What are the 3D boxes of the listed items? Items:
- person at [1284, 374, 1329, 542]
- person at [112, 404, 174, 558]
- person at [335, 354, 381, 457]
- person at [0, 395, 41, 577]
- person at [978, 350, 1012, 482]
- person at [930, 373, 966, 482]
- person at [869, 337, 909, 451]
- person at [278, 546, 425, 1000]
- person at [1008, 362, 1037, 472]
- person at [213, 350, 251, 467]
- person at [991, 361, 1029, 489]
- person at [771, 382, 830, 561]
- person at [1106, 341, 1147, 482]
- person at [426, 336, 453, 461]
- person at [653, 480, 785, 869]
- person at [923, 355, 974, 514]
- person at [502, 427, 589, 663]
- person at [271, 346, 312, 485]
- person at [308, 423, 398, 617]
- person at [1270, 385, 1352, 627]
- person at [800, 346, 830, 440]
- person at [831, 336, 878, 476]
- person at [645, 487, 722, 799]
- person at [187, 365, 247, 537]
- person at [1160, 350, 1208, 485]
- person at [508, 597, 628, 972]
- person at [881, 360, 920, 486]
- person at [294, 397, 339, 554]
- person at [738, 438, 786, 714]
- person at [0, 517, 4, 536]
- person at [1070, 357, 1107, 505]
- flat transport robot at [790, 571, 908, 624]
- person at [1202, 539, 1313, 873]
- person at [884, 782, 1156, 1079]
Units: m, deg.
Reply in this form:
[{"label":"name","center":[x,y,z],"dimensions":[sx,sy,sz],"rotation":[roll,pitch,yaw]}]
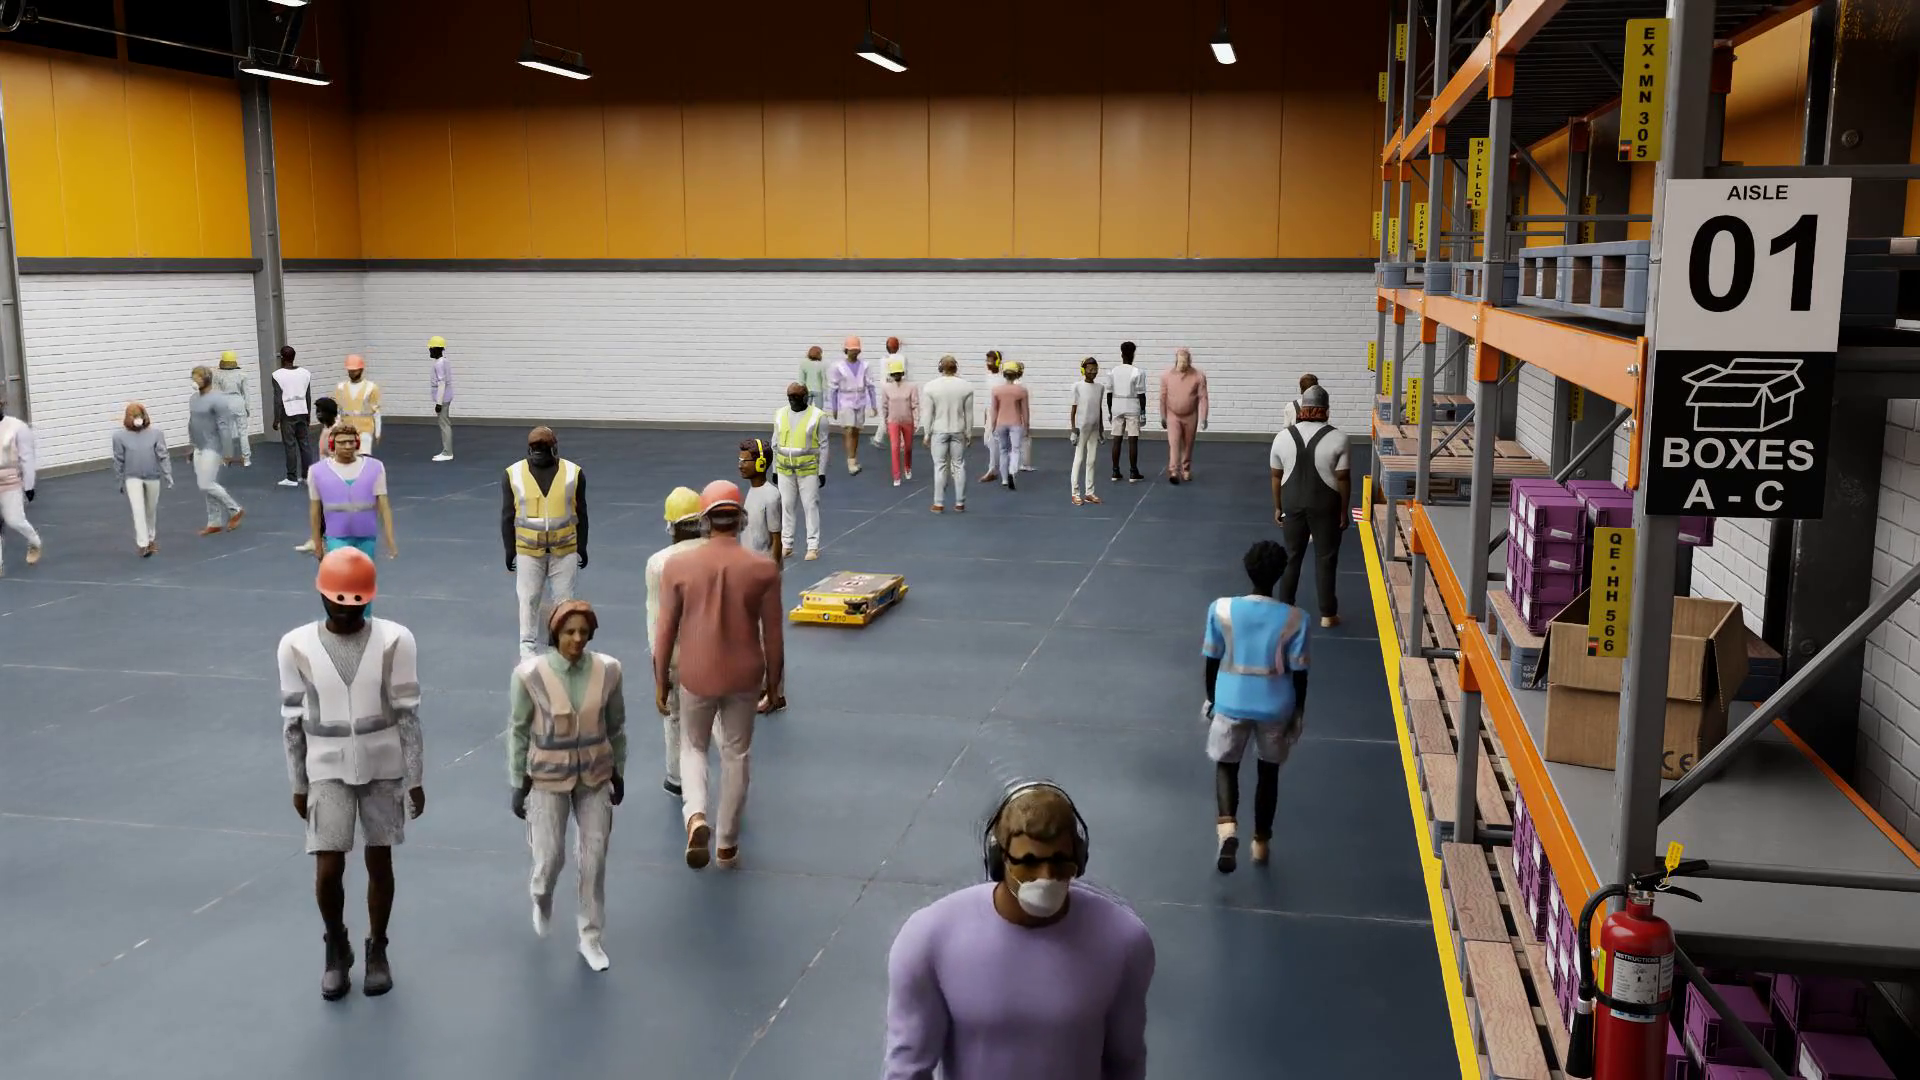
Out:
[{"label":"person","center":[3.787,-0.896,18.206],"dimensions":[0.517,1.841,0.325],"rotation":[5,11,30]},{"label":"person","center":[-8.493,-0.619,17.305],"dimensions":[0.515,1.587,0.875],"rotation":[-7,12,-35]},{"label":"person","center":[-7.627,-1.418,21.149],"dimensions":[0.553,1.919,0.808],"rotation":[0,9,2]},{"label":"person","center":[-9.316,-0.549,16.190],"dimensions":[0.631,1.822,0.733],"rotation":[-1,9,-4]},{"label":"person","center":[0.543,-1.743,23.311],"dimensions":[0.634,1.845,0.541],"rotation":[-6,11,-34]},{"label":"person","center":[-0.170,-1.480,22.408],"dimensions":[0.547,1.613,0.488],"rotation":[0,9,1]},{"label":"person","center":[-1.123,-2.384,27.178],"dimensions":[0.609,1.832,0.978],"rotation":[-7,12,-35]},{"label":"person","center":[-2.485,0.963,6.835],"dimensions":[0.538,1.907,0.473],"rotation":[-3,10,-20]},{"label":"person","center":[0.865,-1.784,24.228],"dimensions":[0.626,1.615,0.518],"rotation":[-5,11,-27]},{"label":"person","center":[-10.919,-1.969,24.967],"dimensions":[0.492,1.745,0.288],"rotation":[-5,11,-28]},{"label":"person","center":[0.667,-1.551,22.495],"dimensions":[0.524,1.739,0.805],"rotation":[2,10,11]},{"label":"person","center":[-1.656,-0.703,17.070],"dimensions":[0.621,1.838,0.429],"rotation":[3,10,16]},{"label":"person","center":[2.335,-1.794,23.248],"dimensions":[0.610,1.964,0.364],"rotation":[6,11,30]},{"label":"person","center":[-8.031,-2.187,25.723],"dimensions":[0.356,1.929,0.592],"rotation":[-2,10,-12]},{"label":"person","center":[-1.189,0.697,8.256],"dimensions":[0.647,1.958,0.661],"rotation":[-1,10,-8]},{"label":"person","center":[-0.141,-1.286,20.269],"dimensions":[0.634,1.938,0.355],"rotation":[-2,10,-14]},{"label":"person","center":[-3.082,0.071,12.394],"dimensions":[0.630,1.840,0.429],"rotation":[-3,10,-16]},{"label":"person","center":[-9.173,-1.707,22.867],"dimensions":[0.390,1.919,0.591],"rotation":[5,11,30]},{"label":"person","center":[-4.665,0.014,12.822],"dimensions":[0.590,1.813,0.857],"rotation":[-5,11,-29]},{"label":"person","center":[2.984,-0.301,14.029],"dimensions":[0.682,2.000,0.535],"rotation":[6,11,31]},{"label":"person","center":[-2.502,-2.528,28.719],"dimensions":[0.568,1.619,0.312],"rotation":[4,10,21]},{"label":"person","center":[-1.493,-1.923,23.939],"dimensions":[0.614,1.999,1.003],"rotation":[-4,10,-24]},{"label":"person","center":[-1.449,0.609,9.255],"dimensions":[0.591,1.809,0.723],"rotation":[-5,11,-28]},{"label":"person","center":[-8.372,-0.994,18.548],"dimensions":[0.633,1.924,0.475],"rotation":[8,12,41]},{"label":"person","center":[3.094,-1.694,23.010],"dimensions":[0.666,1.840,1.023],"rotation":[2,10,9]},{"label":"person","center":[-1.699,1.038,7.203],"dimensions":[0.532,1.624,0.435],"rotation":[-5,11,-30]},{"label":"person","center":[-0.824,-1.646,23.065],"dimensions":[0.529,1.729,0.832],"rotation":[0,9,-3]},{"label":"person","center":[-6.552,-0.641,17.187],"dimensions":[0.800,1.656,0.544],"rotation":[-6,11,-32]},{"label":"person","center":[-1.367,0.240,11.282],"dimensions":[0.329,1.872,0.510],"rotation":[-5,10,-26]},{"label":"person","center":[-10.421,-0.805,17.437],"dimensions":[0.555,1.917,0.670],"rotation":[1,9,3]},{"label":"person","center":[1.630,-1.382,21.052],"dimensions":[0.512,1.872,0.330],"rotation":[-6,11,-30]},{"label":"flat transport robot","center":[-0.953,0.488,14.593],"dimensions":[0.652,0.197,1.431],"rotation":[2,10,13]},{"label":"person","center":[1.461,0.839,8.235],"dimensions":[0.549,1.679,0.597],"rotation":[2,10,13]},{"label":"person","center":[0.136,1.459,3.933],"dimensions":[0.642,1.889,1.061],"rotation":[0,9,-2]}]
